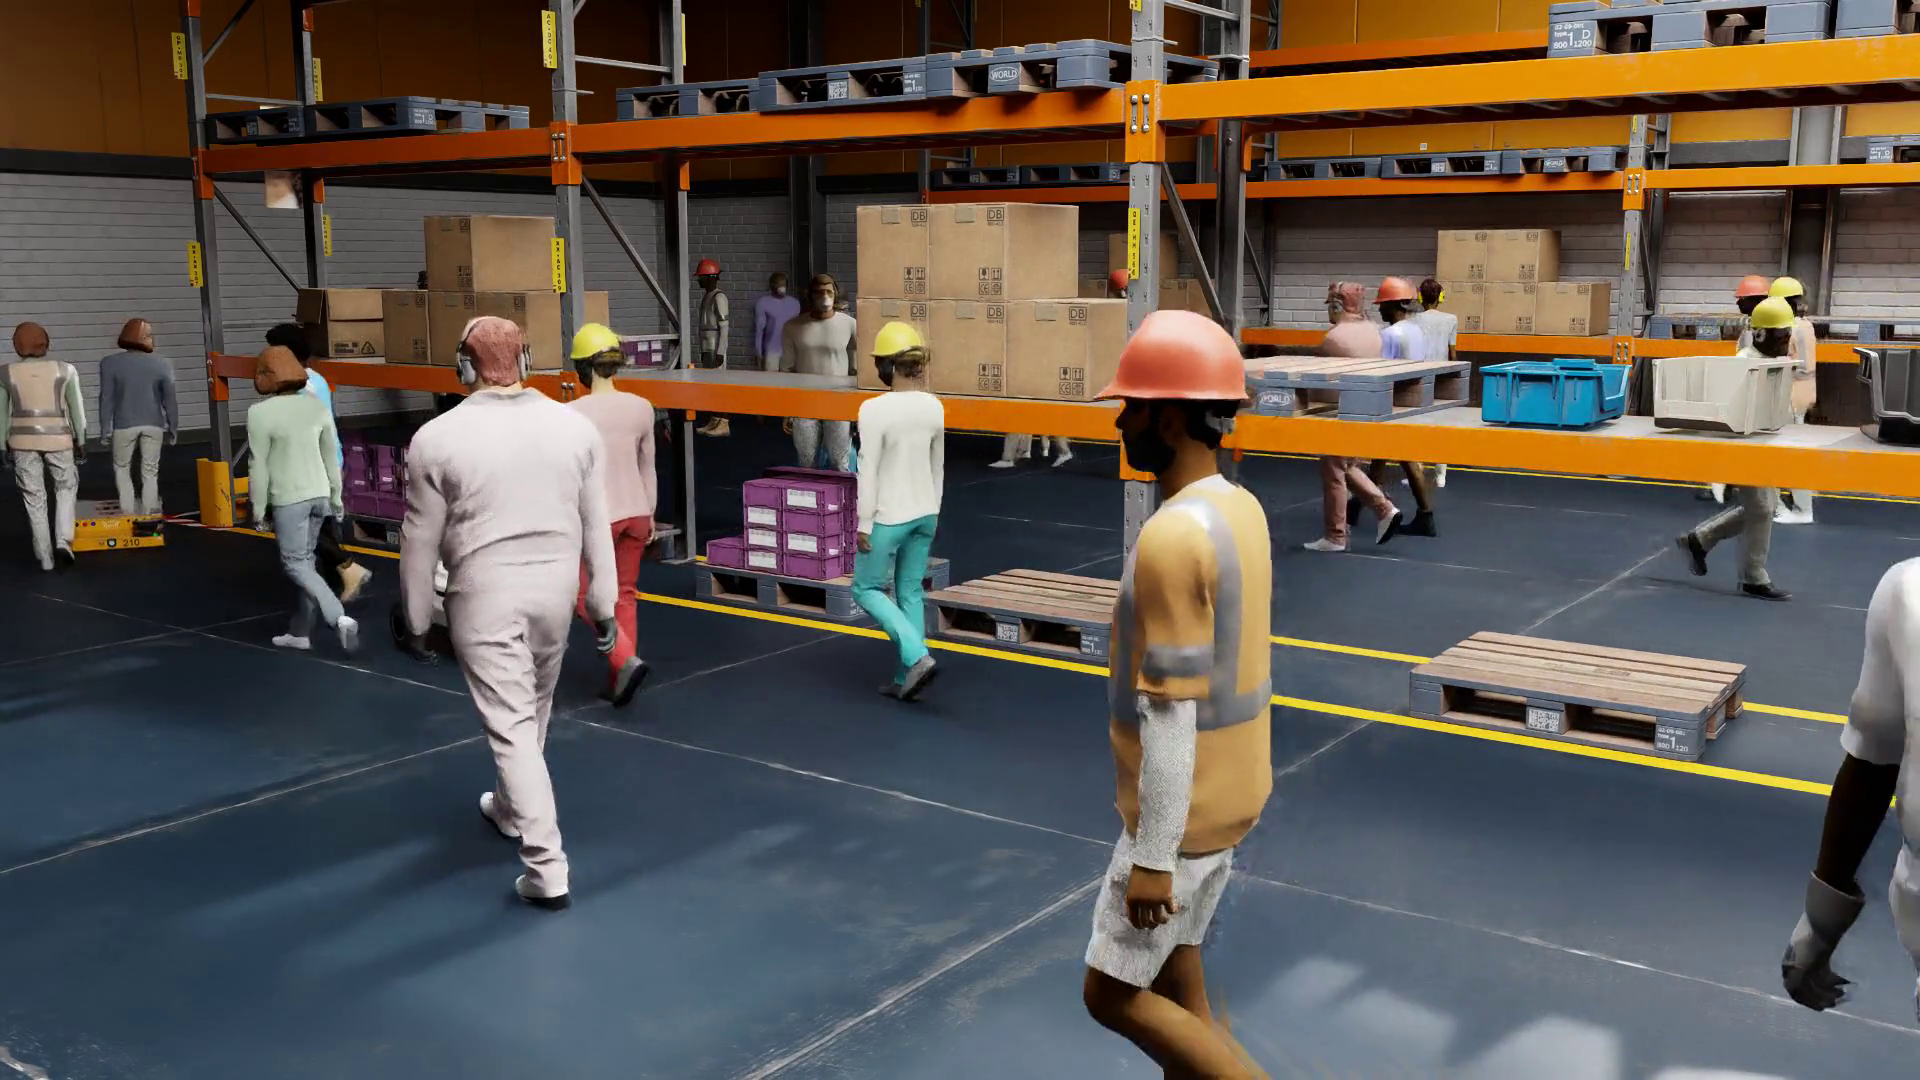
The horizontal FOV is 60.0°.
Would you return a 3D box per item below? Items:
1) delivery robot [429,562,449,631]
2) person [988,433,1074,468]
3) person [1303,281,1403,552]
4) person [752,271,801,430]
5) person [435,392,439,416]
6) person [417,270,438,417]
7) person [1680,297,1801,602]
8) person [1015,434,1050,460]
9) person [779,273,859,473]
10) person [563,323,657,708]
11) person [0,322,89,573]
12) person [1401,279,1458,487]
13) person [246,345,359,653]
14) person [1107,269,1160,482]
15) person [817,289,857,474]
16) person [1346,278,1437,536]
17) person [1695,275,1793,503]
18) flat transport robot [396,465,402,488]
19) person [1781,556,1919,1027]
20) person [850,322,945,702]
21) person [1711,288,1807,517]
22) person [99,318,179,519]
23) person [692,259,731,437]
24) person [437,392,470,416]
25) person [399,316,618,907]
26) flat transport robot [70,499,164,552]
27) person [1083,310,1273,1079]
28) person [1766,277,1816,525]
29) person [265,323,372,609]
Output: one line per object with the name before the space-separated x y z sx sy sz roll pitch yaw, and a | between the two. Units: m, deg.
delivery robot | -2.559 0.271 8.561 0.477 0.478 0.707 -9 13 -43
person | 0.729 -1.492 16.231 0.819 1.596 0.494 1 10 7
person | 2.709 -0.833 11.479 0.550 1.887 0.646 8 12 39
person | -2.225 -2.276 20.001 0.637 1.916 0.850 -6 11 -33
person | -4.401 -1.323 14.658 0.870 1.800 0.635 -5 11 -26
person | -6.310 -2.255 19.867 0.402 1.911 0.639 -2 10 -12
person | 4.726 -0.557 10.031 0.604 1.813 0.656 -9 13 -42
person | 0.740 -1.640 16.992 0.514 1.642 0.307 -6 11 -33
person | -0.967 -0.907 11.746 0.629 1.940 0.372 1 10 7
person | -1.540 -0.086 7.431 0.531 1.751 0.511 -9 13 -44
person | -5.966 -0.598 10.804 0.540 1.623 0.368 -5 11 -26
person | 4.190 -1.398 14.895 0.518 1.865 0.327 -1 10 -5
person | -3.333 -0.190 8.485 0.668 1.604 0.501 5 11 26
person | 1.609 -1.493 15.191 0.656 1.952 0.633 -3 10 -16
person | -0.912 -0.963 12.454 0.735 1.810 0.555 0 10 -1
person | 3.162 -0.990 12.377 0.974 1.882 0.571 7 12 36
person | 6.647 -1.231 13.781 0.827 1.914 0.553 6 11 33
flat transport robot | -5.288 -0.515 14.363 1.431 0.197 0.652 -3 10 -15
person | 1.697 0.638 2.630 1.025 1.911 0.646 -3 10 -19
person | -0.259 -0.106 7.516 0.420 1.750 0.544 9 13 43
person | 6.369 -1.097 13.217 0.542 1.836 0.747 -7 12 -37
person | -5.981 -0.808 12.138 0.543 1.601 0.407 -6 11 -33
person | -2.878 -2.212 19.203 0.381 2.041 0.616 -5 11 -26
person | -4.119 -1.267 13.818 0.725 1.966 0.665 3 10 20
person | -1.485 0.201 5.431 0.658 1.843 1.016 -8 12 -38
flat transport robot | -6.143 -0.130 12.072 0.652 0.197 1.431 -4 11 -25
person | 0.492 0.514 3.306 0.521 1.926 0.557 4 10 22
person | 6.284 -1.064 12.814 0.737 1.889 0.578 7 12 35
person | -3.667 -0.392 9.461 0.459 1.670 0.601 -1 10 -6
